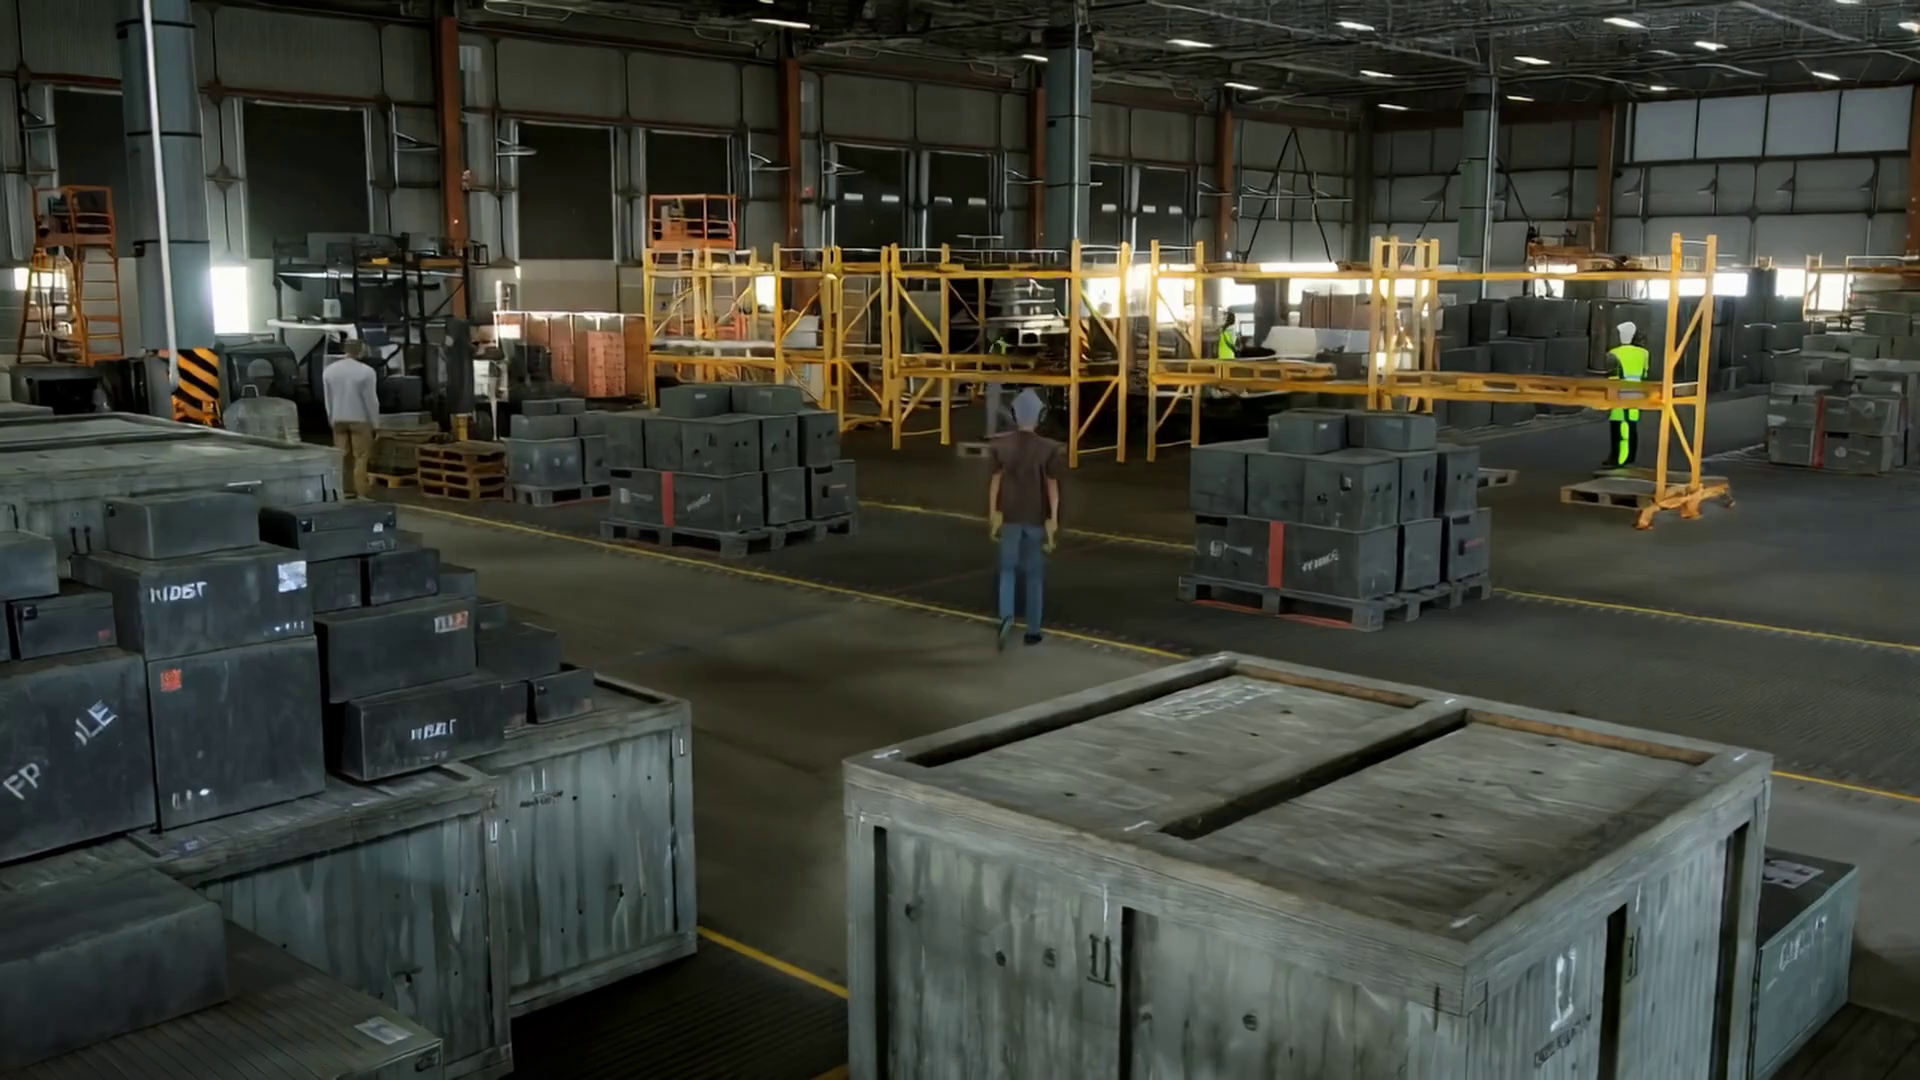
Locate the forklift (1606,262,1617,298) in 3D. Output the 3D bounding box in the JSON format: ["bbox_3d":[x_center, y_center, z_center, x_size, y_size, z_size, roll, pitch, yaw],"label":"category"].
[{"bbox_3d":[17.737,-6.208,45.610,1.873,2.768,1.129,2,10,15],"label":"forklift"}]

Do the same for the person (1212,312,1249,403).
[{"bbox_3d":[5.361,-3.624,33.080,0.951,1.792,0.529,-7,12,-38],"label":"person"}]

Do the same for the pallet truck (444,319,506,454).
[{"bbox_3d":[-6.981,-1.942,22.150,1.885,1.965,0.823,1,9,9],"label":"pallet truck"}]

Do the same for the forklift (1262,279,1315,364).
[{"bbox_3d":[8.555,-6.090,44.881,1.873,2.768,1.129,9,13,43],"label":"forklift"}]

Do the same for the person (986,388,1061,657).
[{"bbox_3d":[0.428,-0.121,11.455,0.522,1.849,0.735,1,9,6],"label":"person"}]

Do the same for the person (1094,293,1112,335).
[{"bbox_3d":[4.412,-6.665,51.327,0.544,1.929,0.386,0,9,1],"label":"person"}]

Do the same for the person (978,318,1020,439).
[{"bbox_3d":[0.618,-2.515,25.964,0.601,1.899,0.607,0,9,2],"label":"person"}]

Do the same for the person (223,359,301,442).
[{"bbox_3d":[-5.764,-0.539,13.799,0.585,1.918,0.394,-2,10,-14],"label":"person"}]

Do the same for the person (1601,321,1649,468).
[{"bbox_3d":[8.855,-1.935,22.199,0.618,1.963,0.361,-2,9,-10],"label":"person"}]

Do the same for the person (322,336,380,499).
[{"bbox_3d":[-6.693,-1.278,18.333,0.641,1.926,0.397,2,9,11],"label":"person"}]

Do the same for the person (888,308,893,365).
[{"bbox_3d":[-1.853,-5.297,43.850,0.314,1.634,0.515,3,10,16],"label":"person"}]

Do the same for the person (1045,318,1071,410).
[{"bbox_3d":[1.852,-3.319,31.404,0.485,1.738,0.322,2,9,10],"label":"person"}]

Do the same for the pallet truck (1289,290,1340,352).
[{"bbox_3d":[11.297,-6.951,52.861,1.885,1.965,0.823,-5,11,-29],"label":"pallet truck"}]

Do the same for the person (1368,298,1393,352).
[{"bbox_3d":[11.509,-5.665,45.408,0.435,1.855,0.700,-8,12,-41],"label":"person"}]
